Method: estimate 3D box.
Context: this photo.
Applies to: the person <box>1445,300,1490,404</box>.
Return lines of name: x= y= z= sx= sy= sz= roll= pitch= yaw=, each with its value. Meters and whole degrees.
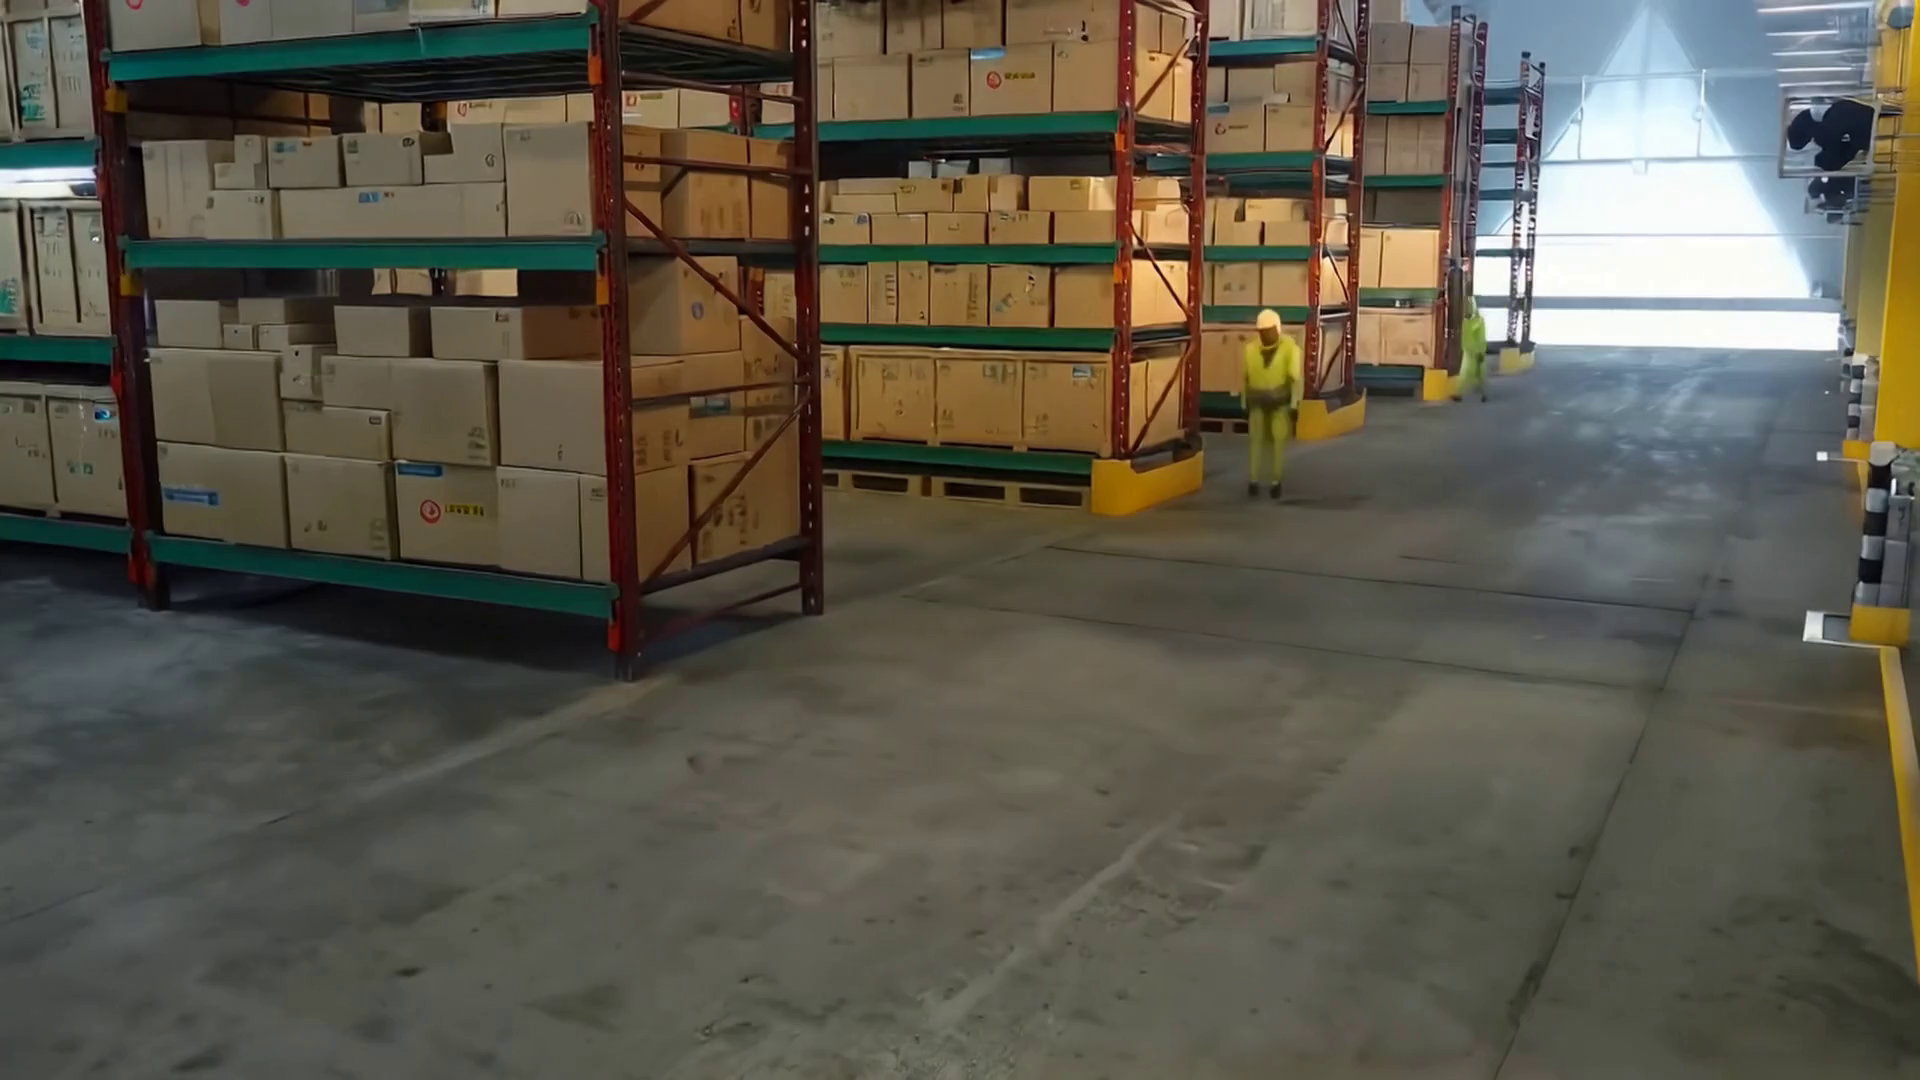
person: x=7.884 y=-2.877 z=25.596 sx=0.847 sy=1.584 sz=0.624 roll=-5 pitch=11 yaw=-27

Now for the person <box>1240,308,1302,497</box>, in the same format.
person: x=2.940 y=-1.291 z=15.830 sx=0.624 sy=1.805 sz=0.657 roll=4 pitch=11 yaw=23

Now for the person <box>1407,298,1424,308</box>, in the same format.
person: x=9.714 y=-4.820 z=35.932 sx=0.756 sy=1.911 sz=0.575 roll=6 pitch=11 yaw=31

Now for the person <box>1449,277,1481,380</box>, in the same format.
person: x=9.068 y=-3.770 z=29.859 sx=0.632 sy=1.925 sz=0.618 roll=-5 pitch=11 yaw=-25
